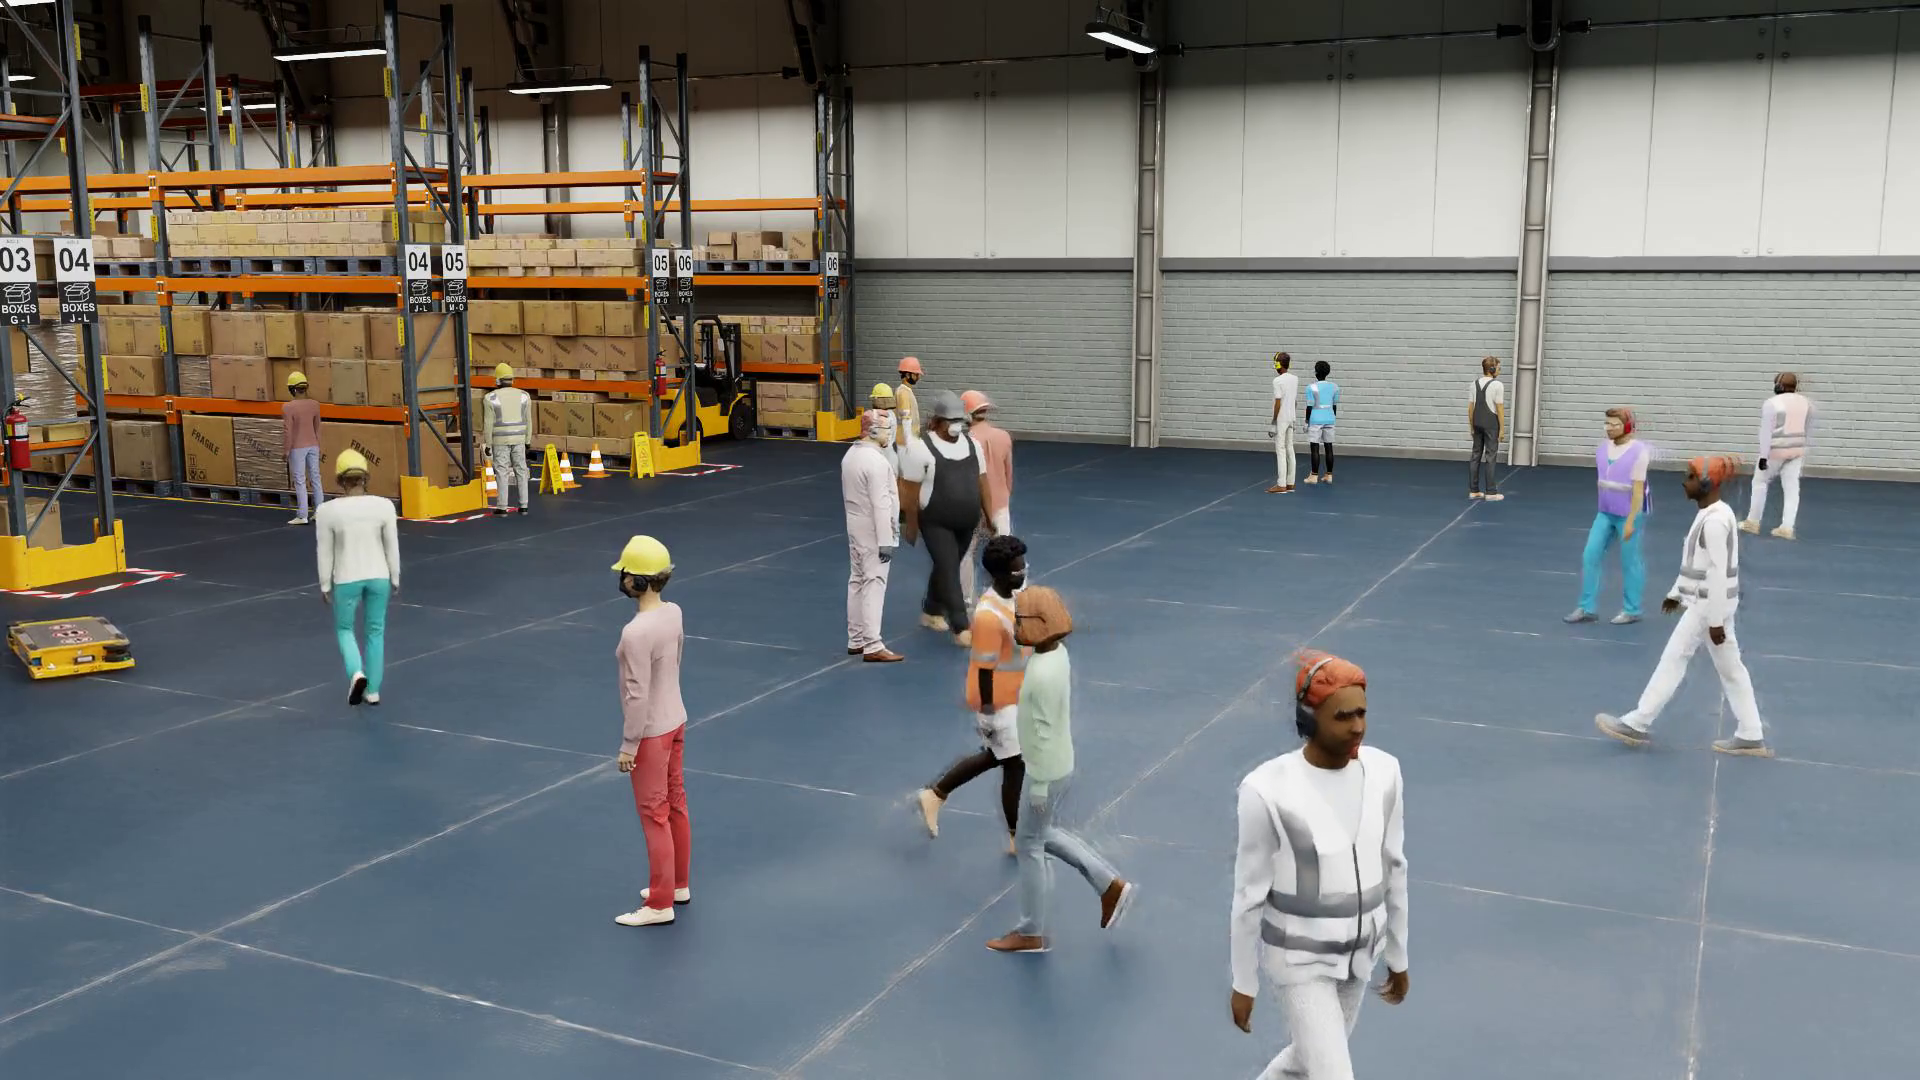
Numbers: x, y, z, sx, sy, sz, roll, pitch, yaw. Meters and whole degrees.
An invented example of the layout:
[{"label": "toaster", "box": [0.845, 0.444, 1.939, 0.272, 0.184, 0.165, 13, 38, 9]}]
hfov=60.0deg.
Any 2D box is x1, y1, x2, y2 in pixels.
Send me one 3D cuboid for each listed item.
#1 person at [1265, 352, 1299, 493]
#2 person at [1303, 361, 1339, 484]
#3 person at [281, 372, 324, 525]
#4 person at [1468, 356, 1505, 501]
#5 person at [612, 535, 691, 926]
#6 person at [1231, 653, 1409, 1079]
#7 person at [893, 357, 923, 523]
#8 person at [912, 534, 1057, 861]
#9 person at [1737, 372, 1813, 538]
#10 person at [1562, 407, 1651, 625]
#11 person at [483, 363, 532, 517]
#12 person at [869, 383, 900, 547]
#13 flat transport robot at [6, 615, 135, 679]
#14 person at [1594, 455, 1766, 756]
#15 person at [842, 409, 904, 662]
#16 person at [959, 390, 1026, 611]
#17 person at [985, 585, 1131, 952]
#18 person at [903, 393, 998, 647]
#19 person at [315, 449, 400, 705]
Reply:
[{"label": "person", "box": [4.248, -1.545, 21.930, 0.520, 1.865, 0.333, -9, 13, -44]}, {"label": "person", "box": [4.948, -1.607, 22.823, 0.532, 1.696, 0.319, -4, 10, -24]}, {"label": "person", "box": [-7.613, -1.057, 19.233, 0.311, 1.768, 0.531, 5, 10, 27]}, {"label": "person", "box": [6.720, -1.416, 21.209, 0.344, 1.840, 0.507, -7, 11, -35]}, {"label": "person", "box": [-1.397, 0.854, 7.508, 0.301, 1.772, 0.524, 2, 9, 10]}, {"label": "person", "box": [1.056, 1.229, 4.986, 0.584, 1.847, 0.942, -5, 11, -29]}, {"label": "person", "box": [-0.599, -1.160, 19.348, 0.358, 1.937, 0.544, -1, 9, -6]}, {"label": "person", "box": [0.115, 0.777, 8.277, 0.705, 1.669, 0.537, 2, 9, 12]}, {"label": "person", "box": [9.020, -0.953, 18.429, 0.660, 1.817, 0.788, -2, 9, -13]}, {"label": "person", "box": [5.347, -0.180, 13.680, 0.776, 1.815, 0.577, -4, 10, -24]}, {"label": "person", "box": [-5.399, -1.189, 19.846, 0.591, 1.830, 0.403, -7, 11, -36]}, {"label": "person", "box": [-0.804, -0.796, 17.702, 0.324, 1.743, 0.491, 0, 9, 2]}, {"label": "flat transport robot", "box": [-6.716, 0.783, 12.521, 0.652, 0.197, 1.431, -7, 11, -36]}, {"label": "person", "box": [4.462, 0.394, 10.120, 1.002, 1.827, 0.595, 5, 11, 28]}, {"label": "person", "box": [-0.649, -0.038, 12.566, 0.401, 1.904, 0.648, -4, 10, -24]}, {"label": "person", "box": [0.260, -0.294, 14.032, 0.630, 1.950, 1.022, -5, 11, -30]}, {"label": "person", "box": [0.421, 0.991, 7.137, 0.556, 1.619, 0.501, 1, 9, 7]}, {"label": "person", "box": [-0.072, -0.213, 13.219, 0.692, 2.000, 1.032, -7, 11, -36]}, {"label": "person", "box": [-4.007, 0.271, 11.127, 0.534, 1.754, 0.499, -5, 10, -27]}]
